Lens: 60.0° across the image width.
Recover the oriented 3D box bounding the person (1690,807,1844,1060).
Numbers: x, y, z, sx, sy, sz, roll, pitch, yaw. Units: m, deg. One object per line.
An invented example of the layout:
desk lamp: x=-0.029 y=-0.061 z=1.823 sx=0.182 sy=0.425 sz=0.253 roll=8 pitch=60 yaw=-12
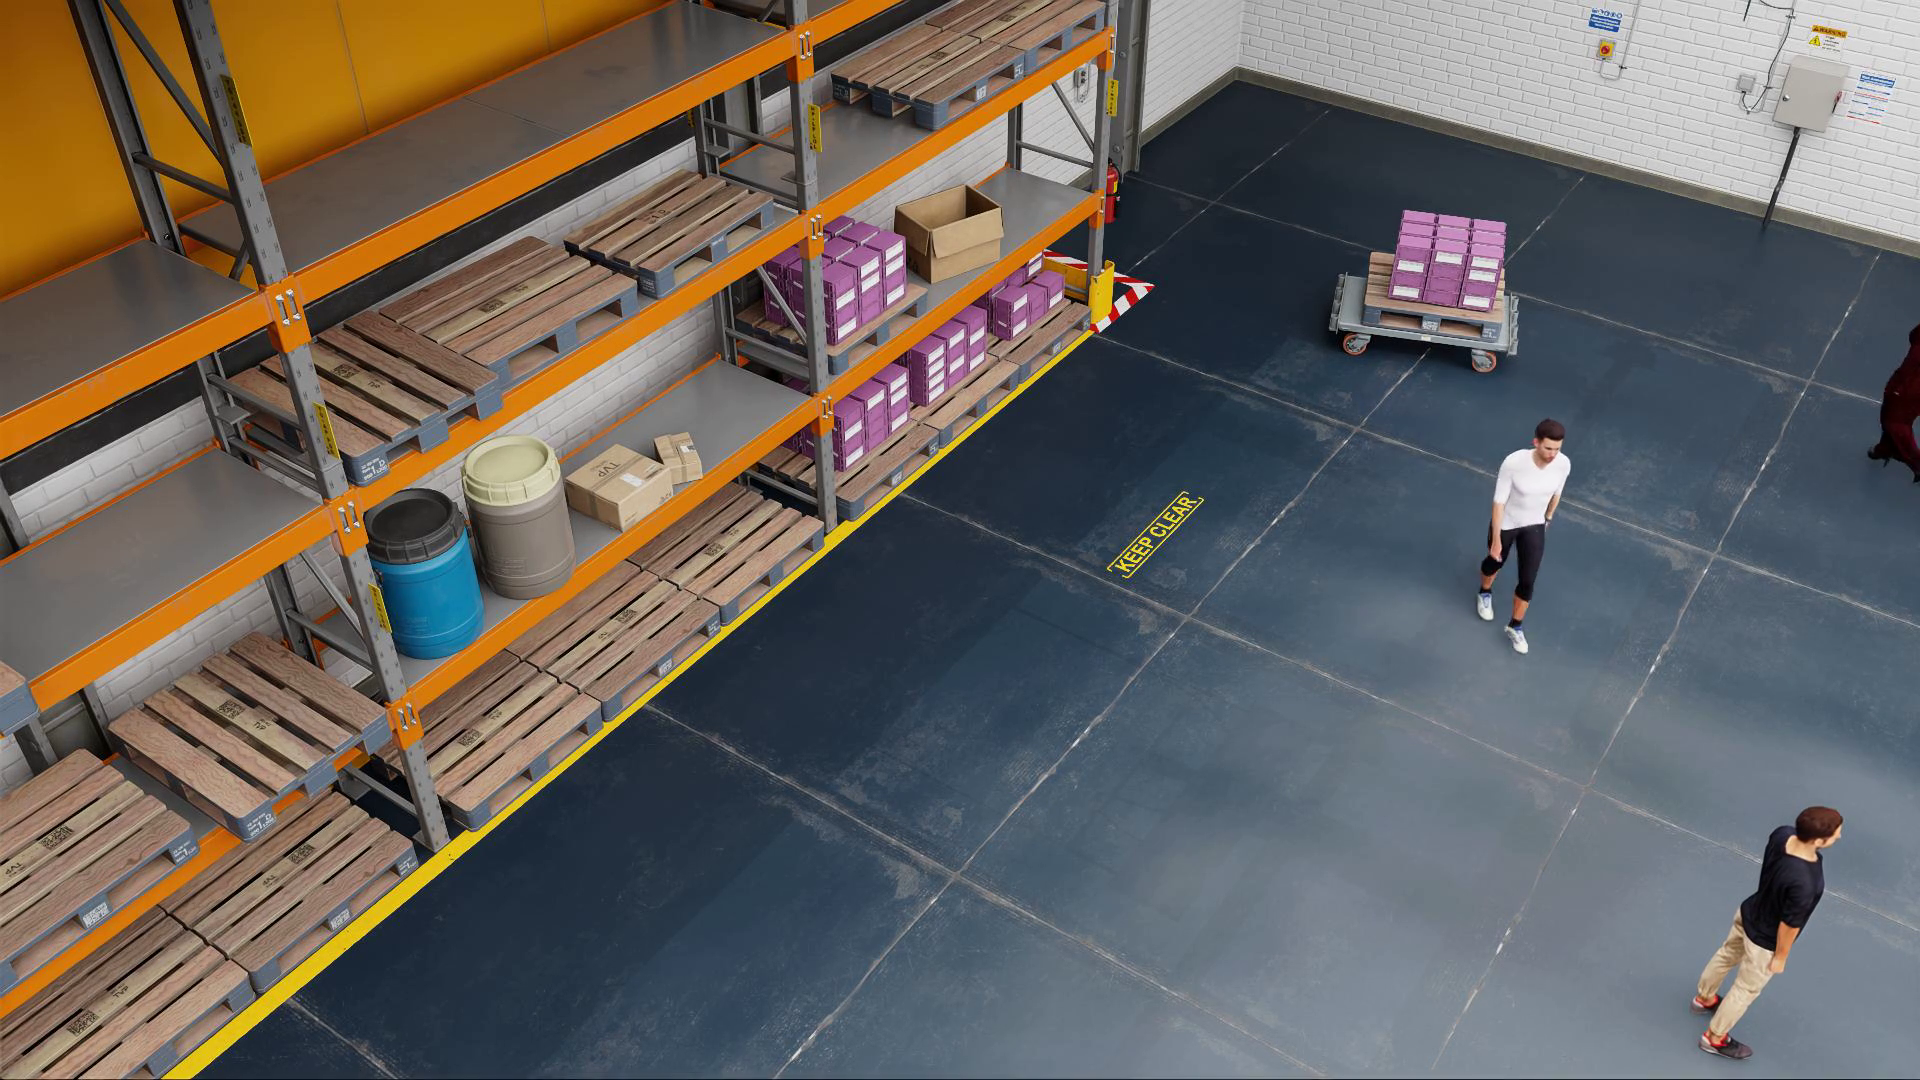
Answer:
person: x=4.344 y=2.088 z=8.988 sx=0.765 sy=1.855 sz=0.634 roll=4 pitch=39 yaw=5

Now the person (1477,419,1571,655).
person: x=3.938 y=-0.175 z=11.847 sx=0.961 sy=1.823 sz=1.086 roll=2 pitch=39 yaw=2

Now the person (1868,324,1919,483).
person: x=7.702 y=-1.205 z=13.203 sx=0.967 sy=1.742 sz=0.981 roll=-13 pitch=40 yaw=-16
